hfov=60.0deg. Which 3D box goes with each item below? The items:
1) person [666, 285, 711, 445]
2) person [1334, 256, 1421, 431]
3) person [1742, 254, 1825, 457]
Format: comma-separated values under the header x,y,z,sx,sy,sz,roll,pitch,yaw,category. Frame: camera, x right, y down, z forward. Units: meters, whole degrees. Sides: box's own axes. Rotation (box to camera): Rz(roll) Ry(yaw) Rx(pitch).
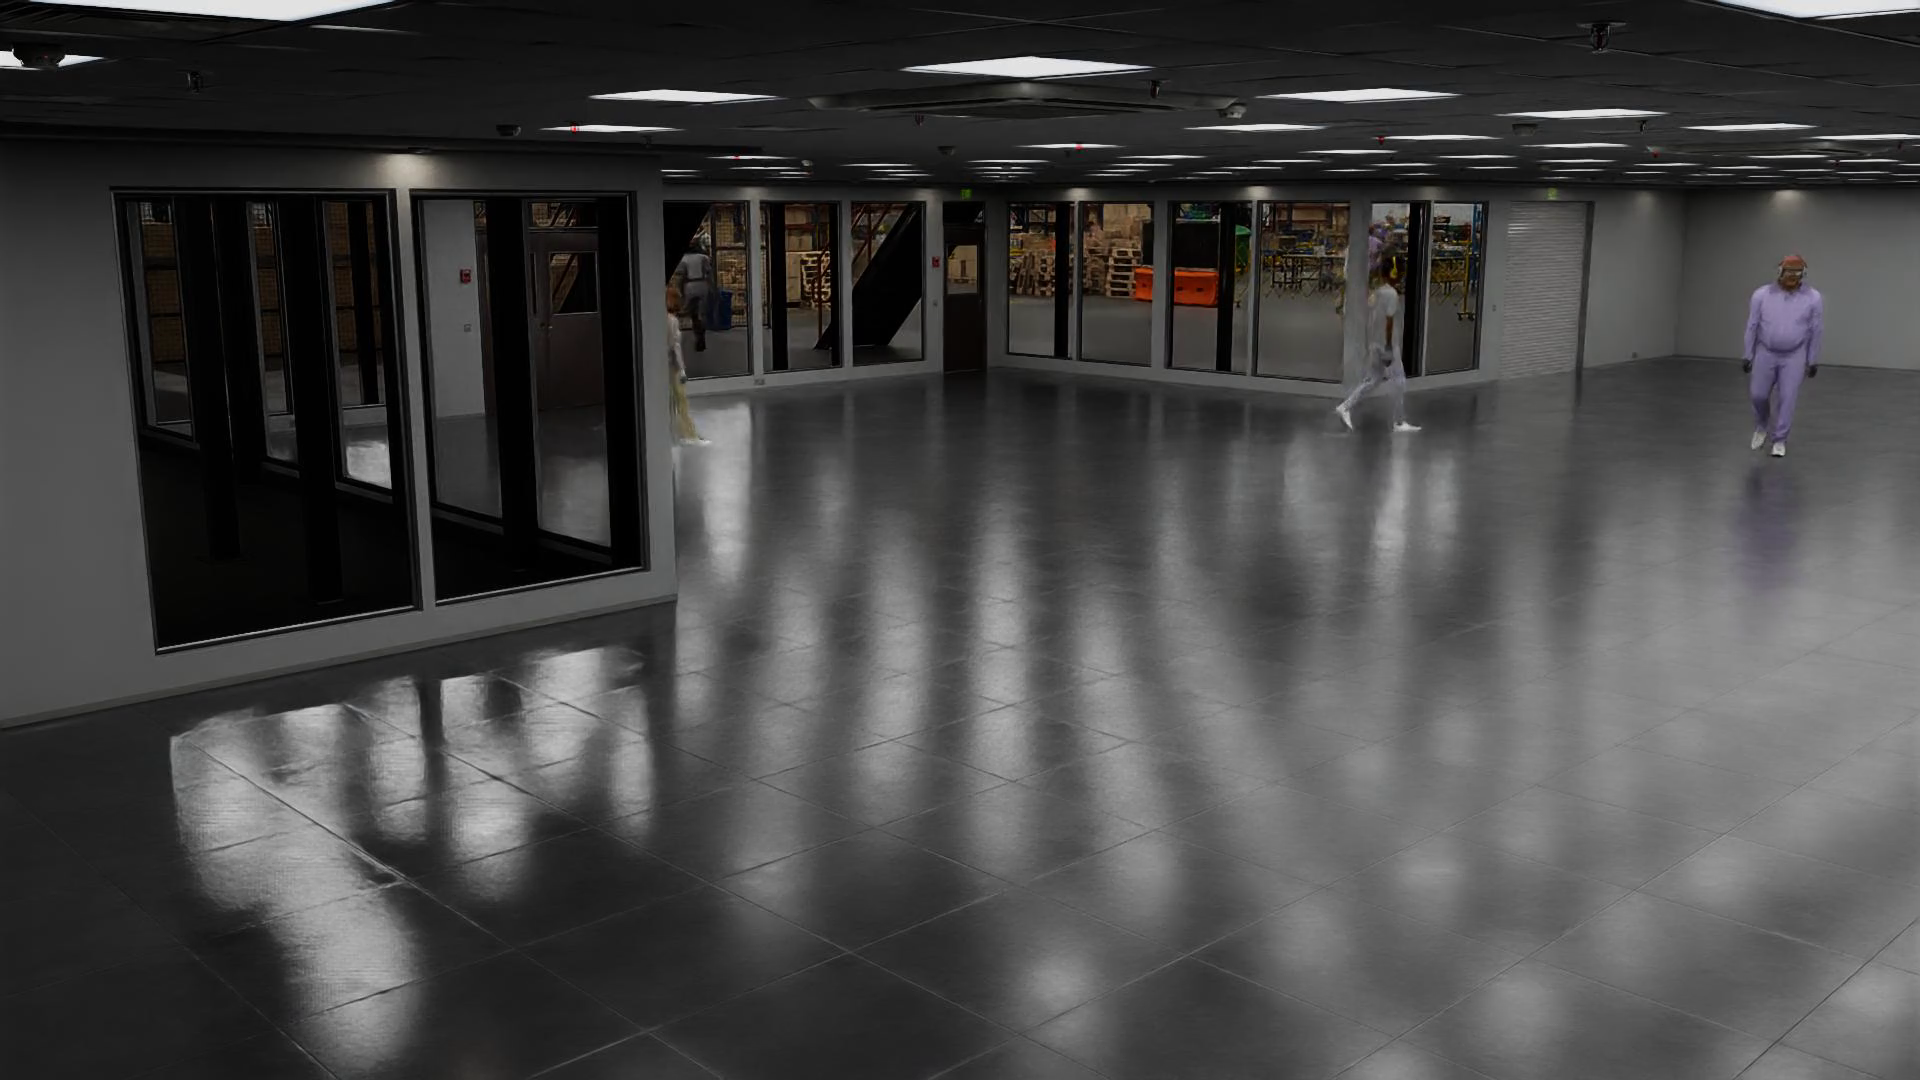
x,y,z,sx,sy,sz,roll,pitch,yaw,category
-2.865,-1.672,16.134,0.841,1.593,0.508,-5,12,-24,person
4.394,-2.041,17.368,0.841,1.847,0.521,-1,11,-4,person
7.757,-1.737,15.679,0.676,1.893,0.414,6,13,27,person
